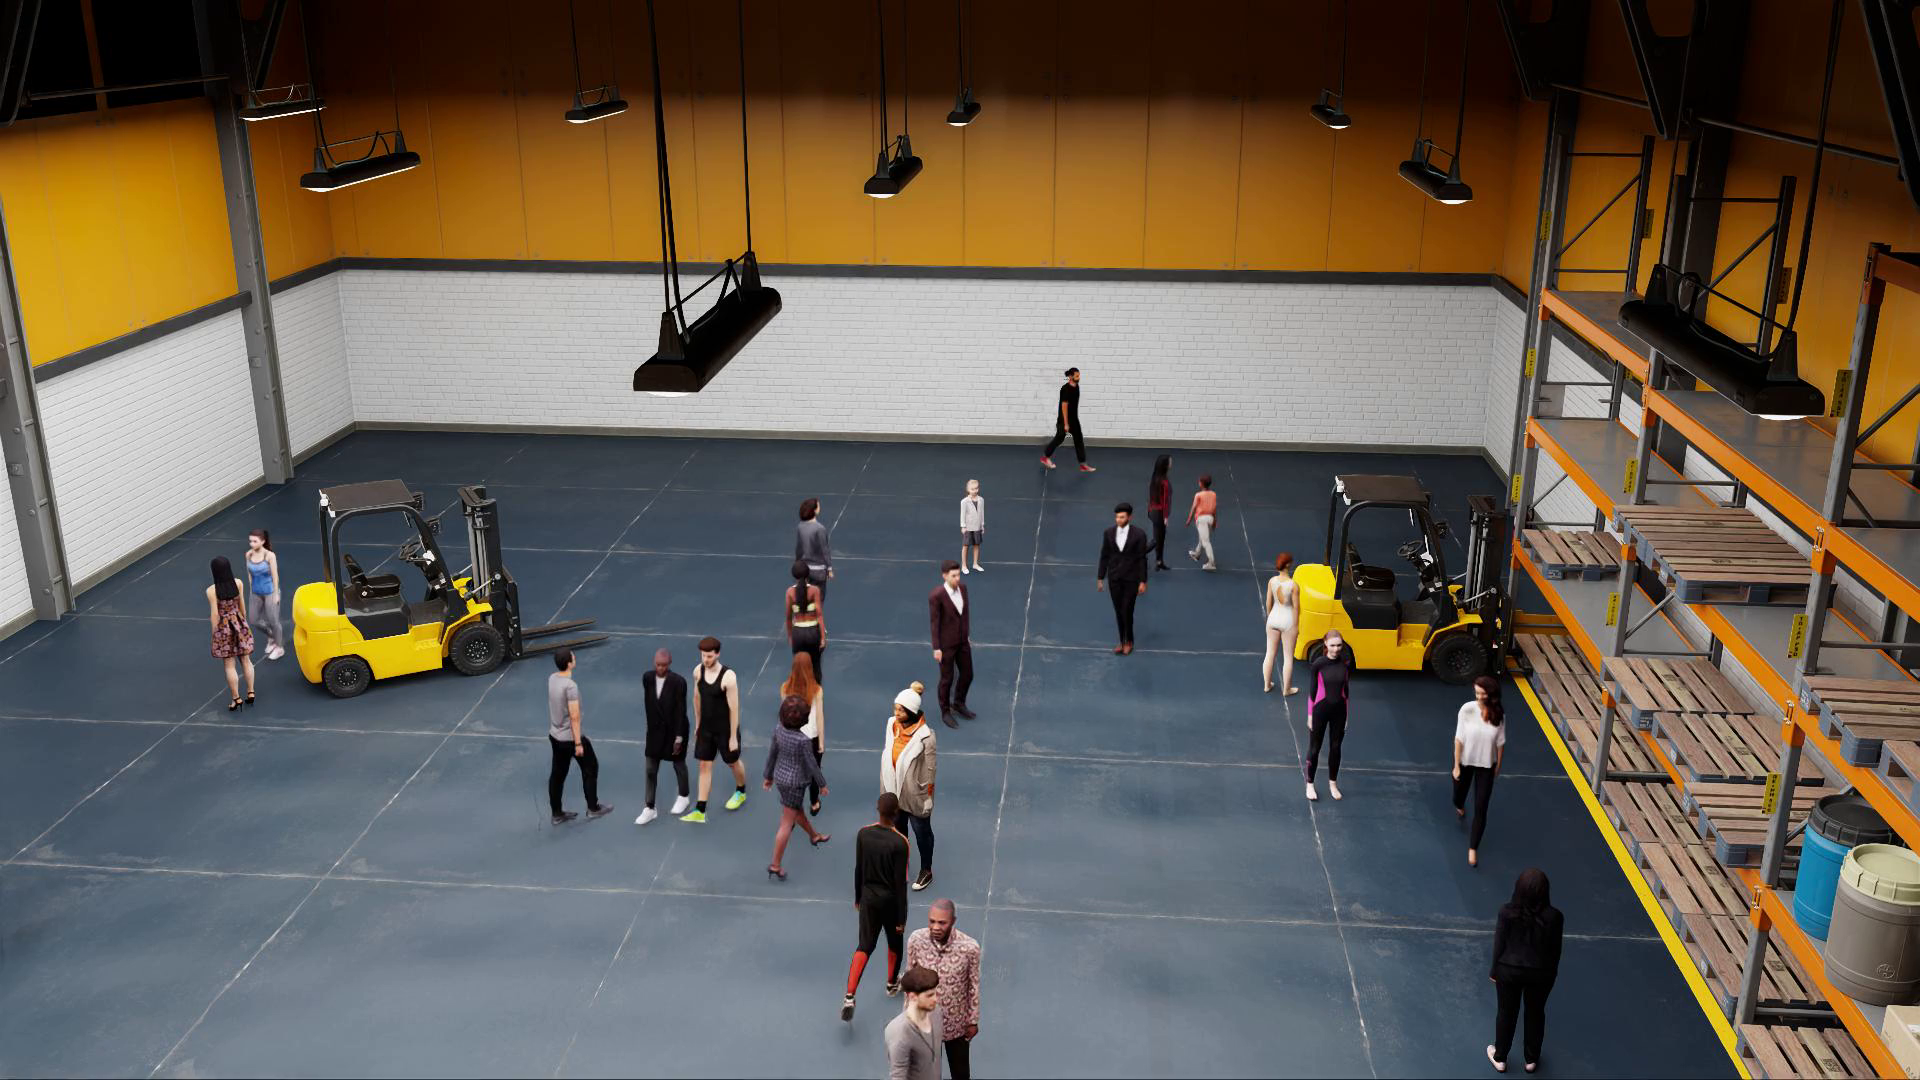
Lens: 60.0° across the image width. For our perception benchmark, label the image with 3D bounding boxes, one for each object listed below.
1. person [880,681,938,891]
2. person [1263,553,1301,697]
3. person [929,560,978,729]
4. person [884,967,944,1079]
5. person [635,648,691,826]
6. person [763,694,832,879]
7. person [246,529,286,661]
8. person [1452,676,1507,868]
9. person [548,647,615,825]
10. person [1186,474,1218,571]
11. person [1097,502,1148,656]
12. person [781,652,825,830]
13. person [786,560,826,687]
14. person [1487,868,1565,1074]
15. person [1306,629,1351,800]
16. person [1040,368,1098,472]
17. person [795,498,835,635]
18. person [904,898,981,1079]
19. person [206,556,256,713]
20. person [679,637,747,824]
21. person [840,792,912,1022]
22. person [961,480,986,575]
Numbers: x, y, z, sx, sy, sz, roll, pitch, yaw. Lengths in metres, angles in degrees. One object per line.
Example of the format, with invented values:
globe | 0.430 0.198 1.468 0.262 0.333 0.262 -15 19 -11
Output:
person | -0.433 2.129 14.580 0.804 1.890 0.829 12 22 32
person | 3.588 0.932 18.523 0.614 1.642 0.638 14 23 36
person | -0.097 1.068 17.774 0.792 1.861 0.865 -16 25 -40
person | -0.360 3.527 10.486 1.172 1.853 1.248 13 23 34
person | -2.722 1.795 15.815 0.762 1.735 0.957 5 19 16
person | -1.553 2.218 14.685 1.146 1.653 1.055 -17 25 -41
person | -8.111 0.613 19.537 0.634 1.599 0.661 6 19 16
person | 4.659 2.030 15.072 0.687 1.763 1.116 4 19 11
person | -3.740 1.867 15.589 0.921 1.742 0.991 17 25 40
person | 3.354 -0.224 22.519 0.789 1.281 0.979 -9 20 -24
person | 1.981 0.424 19.668 0.822 1.873 0.771 10 21 27
person | -1.486 1.890 15.577 0.591 1.706 0.951 3 19 8
person | -1.655 1.135 17.850 0.640 1.686 1.087 1 19 3
person | 4.094 3.122 12.058 0.622 1.617 0.596 2 19 5
person | 3.578 1.678 16.141 0.595 1.747 0.591 -3 19 -8
person | 1.661 -1.931 26.922 1.120 1.708 1.258 12 22 31
person | -1.804 0.366 20.023 0.778 1.757 0.836 16 24 38
person | -0.120 3.249 11.381 0.694 1.808 0.605 3 19 10
person | -7.935 1.006 18.095 0.848 1.775 0.764 12 22 32
person | -2.236 1.749 15.786 0.956 1.840 1.217 10 21 28
person | -0.638 2.819 12.706 0.929 1.779 1.223 8 20 23
person | 0.162 -0.194 22.440 0.598 1.275 0.641 -9 21 -25
